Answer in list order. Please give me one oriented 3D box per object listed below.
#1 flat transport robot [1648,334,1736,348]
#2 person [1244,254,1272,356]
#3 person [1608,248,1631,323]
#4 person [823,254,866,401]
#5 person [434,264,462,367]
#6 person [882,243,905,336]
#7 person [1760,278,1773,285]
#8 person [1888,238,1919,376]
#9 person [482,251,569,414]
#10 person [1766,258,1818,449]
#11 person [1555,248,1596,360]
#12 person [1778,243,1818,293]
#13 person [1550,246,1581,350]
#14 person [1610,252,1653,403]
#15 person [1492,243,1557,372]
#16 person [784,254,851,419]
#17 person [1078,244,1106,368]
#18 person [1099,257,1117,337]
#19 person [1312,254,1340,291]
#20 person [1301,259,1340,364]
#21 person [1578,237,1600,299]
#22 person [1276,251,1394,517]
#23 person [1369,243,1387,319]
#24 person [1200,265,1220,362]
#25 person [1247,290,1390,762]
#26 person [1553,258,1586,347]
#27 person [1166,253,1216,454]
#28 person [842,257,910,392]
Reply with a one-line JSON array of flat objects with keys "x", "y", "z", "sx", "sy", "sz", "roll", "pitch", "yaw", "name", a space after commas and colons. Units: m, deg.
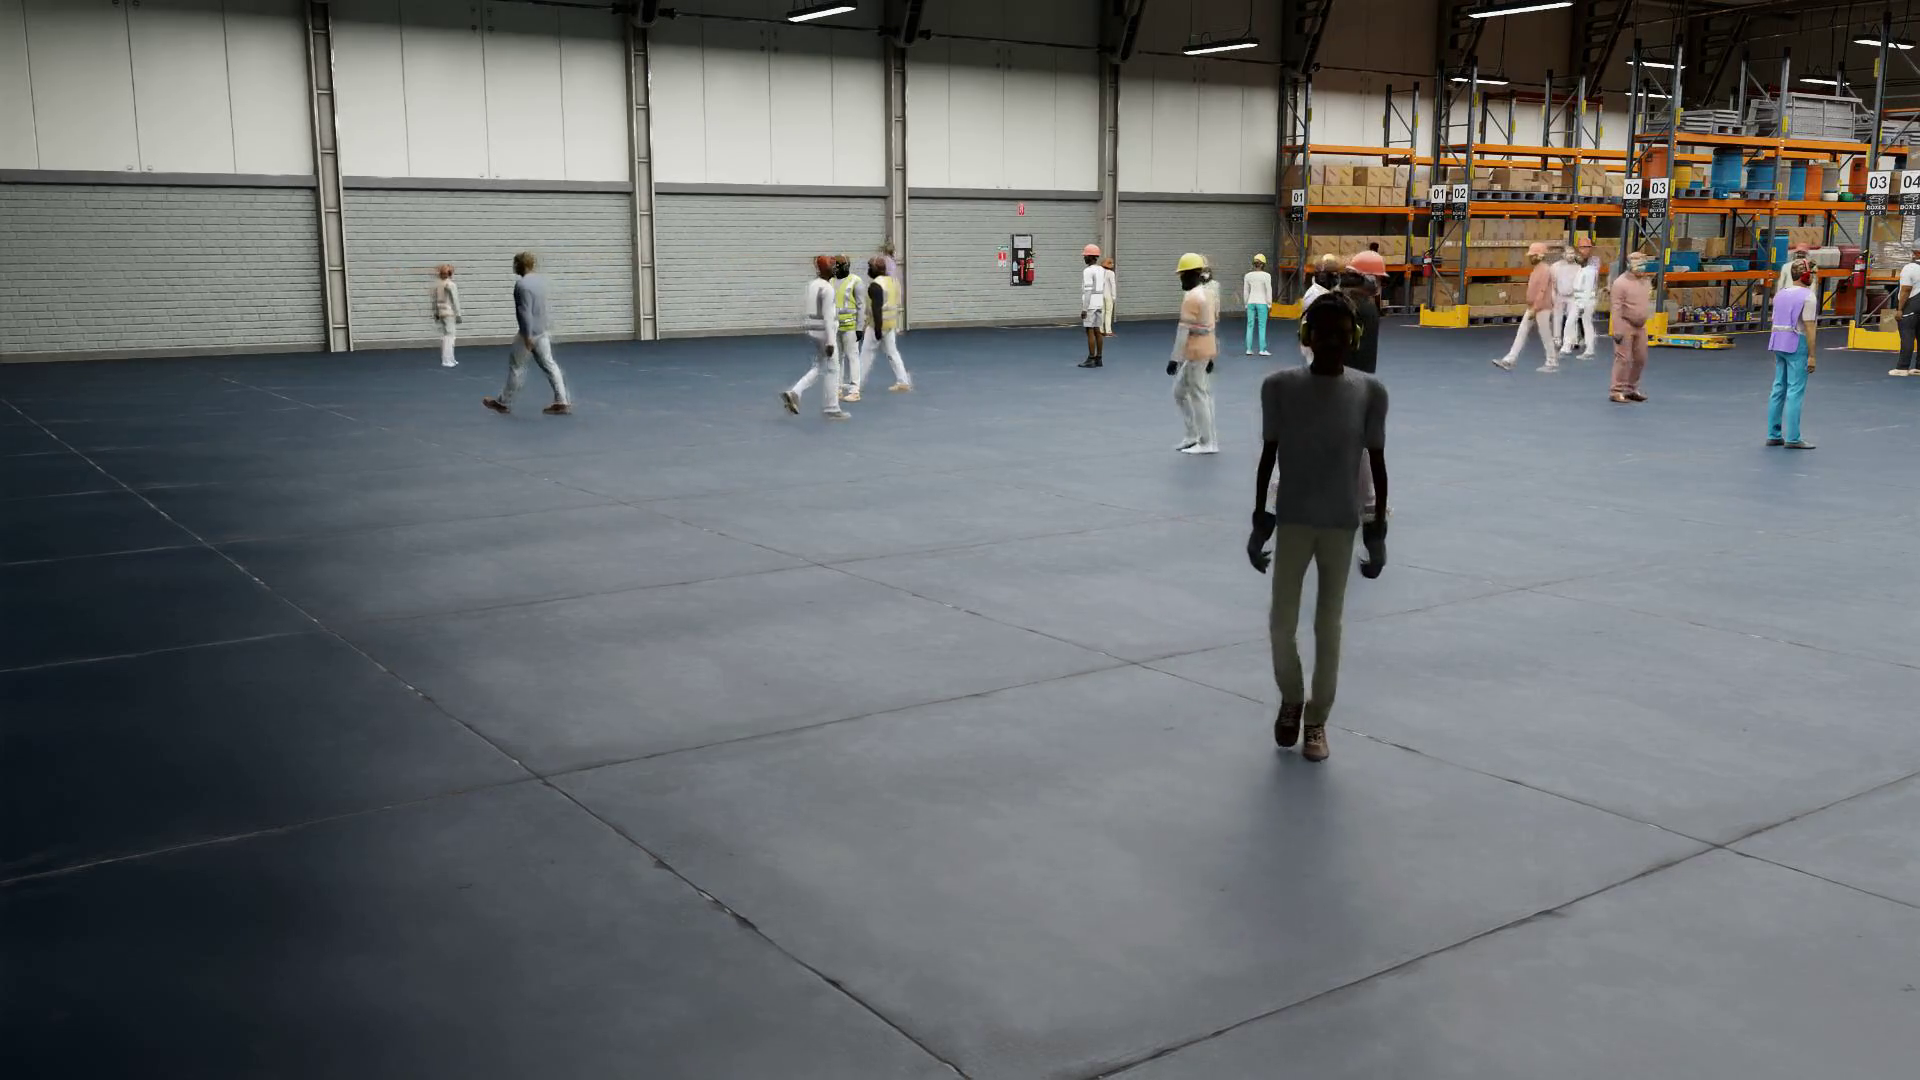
[{"x": 13.584, "y": -3.709, "z": 30.946, "sx": 0.652, "sy": 0.197, "sz": 1.431, "roll": -8, "pitch": 13, "yaw": -38, "name": "flat transport robot"}, {"x": 5.184, "y": -4.083, "z": 28.902, "sx": 0.524, "sy": 1.765, "sz": 0.324, "roll": 8, "pitch": 13, "yaw": 36, "name": "person"}, {"x": 14.759, "y": -5.601, "z": 37.073, "sx": 0.423, "sy": 1.813, "sz": 0.612, "roll": -9, "pitch": 14, "yaw": -42, "name": "person"}, {"x": -1.474, "y": -2.659, "z": 20.883, "sx": 0.632, "sy": 1.842, "sz": 0.429, "roll": 8, "pitch": 13, "yaw": 37, "name": "person"}, {"x": -8.071, "y": -3.561, "z": 26.403, "sx": 0.549, "sy": 1.619, "sz": 0.537, "roll": 9, "pitch": 14, "yaw": 42, "name": "person"}, {"x": -1.362, "y": -5.108, "z": 34.090, "sx": 0.783, "sy": 1.914, "sz": 0.663, "roll": -4, "pitch": 11, "yaw": -21, "name": "person"}, {"x": 25.956, "y": -8.521, "z": 53.588, "sx": 0.507, "sy": 1.631, "sz": 0.266, "roll": 0, "pitch": 10, "yaw": 2, "name": "person"}, {"x": 14.156, "y": -3.455, "z": 24.701, "sx": 0.682, "sy": 2.000, "sz": 0.537, "roll": -3, "pitch": 11, "yaw": -16, "name": "person"}, {"x": -5.032, "y": -2.391, "z": 19.278, "sx": 1.041, "sy": 1.882, "sz": 0.651, "roll": 2, "pitch": 10, "yaw": 9, "name": "person"}, {"x": 8.115, "y": -1.810, "z": 16.215, "sx": 0.390, "sy": 1.846, "sz": 0.564, "roll": -2, "pitch": 11, "yaw": -11, "name": "person"}, {"x": 10.296, "y": -3.936, "z": 27.824, "sx": 0.803, "sy": 1.856, "sz": 0.614, "roll": 0, "pitch": 10, "yaw": -1, "name": "person"}, {"x": 15.038, "y": -4.357, "z": 29.913, "sx": 0.620, "sy": 1.954, "sz": 1.008, "roll": 6, "pitch": 12, "yaw": 29, "name": "person"}, {"x": 11.111, "y": -4.417, "z": 30.447, "sx": 0.650, "sy": 1.871, "sz": 0.911, "roll": 1, "pitch": 10, "yaw": 8, "name": "person"}, {"x": 8.294, "y": -2.622, "z": 20.610, "sx": 0.669, "sy": 1.867, "sz": 0.481, "roll": -5, "pitch": 11, "yaw": -25, "name": "person"}, {"x": 8.661, "y": -3.513, "z": 25.262, "sx": 0.968, "sy": 1.948, "sz": 0.621, "roll": -1, "pitch": 10, "yaw": -5, "name": "person"}, {"x": -1.596, "y": -2.269, "z": 18.667, "sx": 0.678, "sy": 1.869, "sz": 0.582, "roll": -6, "pitch": 12, "yaw": -28, "name": "person"}, {"x": 2.069, "y": -3.693, "z": 26.288, "sx": 0.366, "sy": 1.934, "sz": 0.553, "roll": 7, "pitch": 12, "yaw": 33, "name": "person"}, {"x": 3.050, "y": -5.022, "z": 34.406, "sx": 0.268, "sy": 1.632, "sz": 0.509, "roll": -7, "pitch": 12, "yaw": -33, "name": "person"}, {"x": 6.240, "y": -3.986, "z": 28.366, "sx": 0.532, "sy": 1.767, "sz": 0.328, "roll": 9, "pitch": 13, "yaw": 40, "name": "person"}, {"x": 3.542, "y": -1.814, "z": 16.305, "sx": 0.468, "sy": 1.849, "sz": 0.637, "roll": 4, "pitch": 11, "yaw": 22, "name": "person"}, {"x": 12.561, "y": -5.072, "z": 33.557, "sx": 0.605, "sy": 2.045, "sz": 0.377, "roll": 4, "pitch": 11, "yaw": 21, "name": "person"}, {"x": 2.778, "y": -1.120, "z": 12.128, "sx": 0.843, "sy": 1.964, "sz": 0.603, "roll": -4, "pitch": 11, "yaw": -22, "name": "person"}, {"x": 10.268, "y": -6.495, "z": 41.732, "sx": 1.048, "sy": 1.916, "sz": 0.614, "roll": -4, "pitch": 11, "yaw": -23, "name": "person"}, {"x": 4.015, "y": -3.696, "z": 27.233, "sx": 0.520, "sy": 1.588, "sz": 0.833, "roll": 0, "pitch": 10, "yaw": 0, "name": "person"}, {"x": 1.403, "y": -0.043, "z": 6.506, "sx": 0.548, "sy": 1.853, "sz": 0.419, "roll": 2, "pitch": 11, "yaw": 11, "name": "person"}, {"x": 11.389, "y": -4.412, "z": 30.985, "sx": 0.846, "sy": 1.649, "sz": 0.546, "roll": -4, "pitch": 11, "yaw": -22, "name": "person"}, {"x": 2.191, "y": -1.758, "z": 15.786, "sx": 0.562, "sy": 1.902, "sz": 0.613, "roll": 3, "pitch": 11, "yaw": 15, "name": "person"}, {"x": -1.099, "y": -2.852, "z": 22.091, "sx": 0.937, "sy": 1.792, "sz": 0.639, "roll": 4, "pitch": 11, "yaw": 20, "name": "person"}]
